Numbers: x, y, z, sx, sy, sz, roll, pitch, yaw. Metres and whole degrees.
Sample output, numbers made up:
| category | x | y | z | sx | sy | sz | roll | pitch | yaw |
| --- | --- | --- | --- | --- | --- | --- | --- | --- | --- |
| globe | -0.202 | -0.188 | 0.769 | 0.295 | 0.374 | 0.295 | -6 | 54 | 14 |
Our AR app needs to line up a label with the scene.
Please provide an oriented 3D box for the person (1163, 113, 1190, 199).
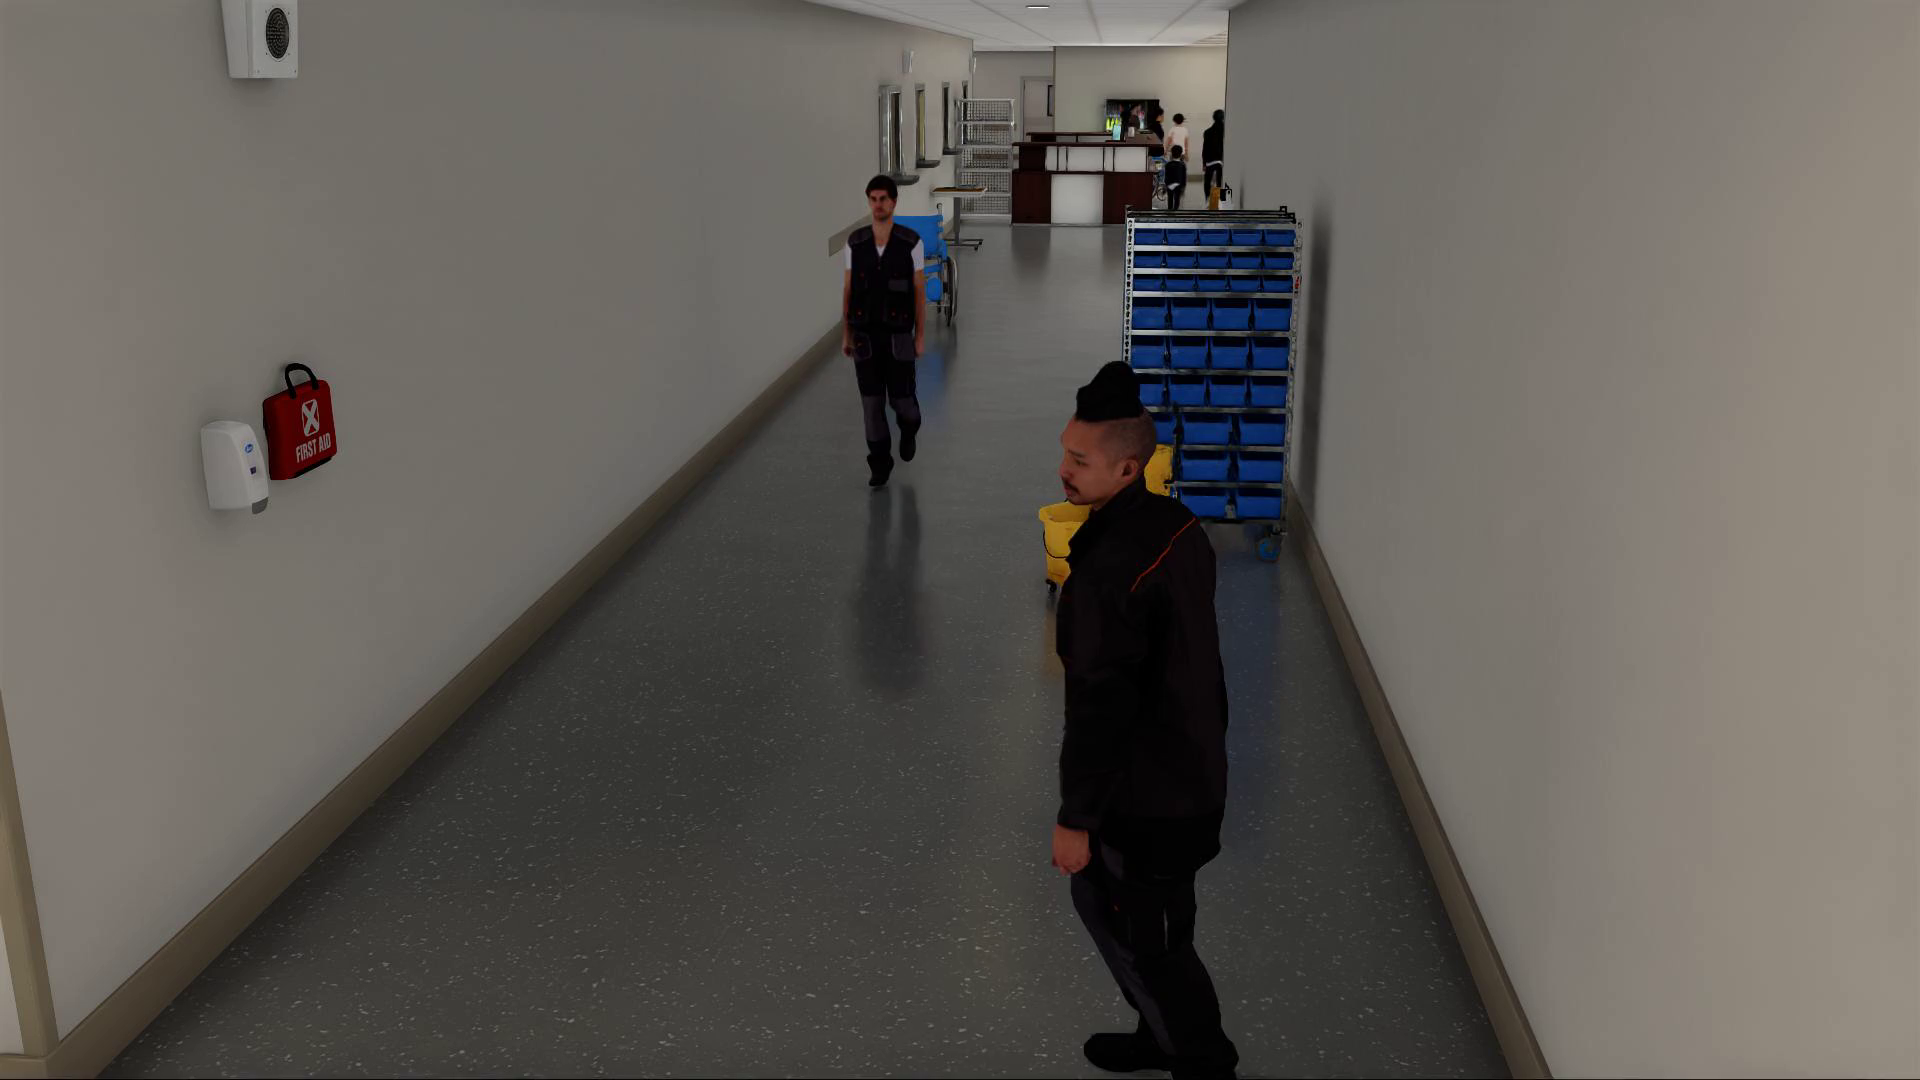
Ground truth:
| category | x | y | z | sx | sy | sz | roll | pitch | yaw |
| --- | --- | --- | --- | --- | --- | --- | --- | --- | --- |
| person | 4.292 | -7.506 | 32.651 | 1.141 | 1.604 | 0.960 | -5 | 17 | -18 |

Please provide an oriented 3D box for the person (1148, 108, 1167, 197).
| category | x | y | z | sx | sy | sz | roll | pitch | yaw |
| --- | --- | --- | --- | --- | --- | --- | --- | --- | --- |
| person | 3.879 | -7.782 | 33.425 | 0.678 | 1.716 | 0.719 | -3 | 16 | -10 |

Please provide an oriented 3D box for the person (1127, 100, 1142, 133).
| category | x | y | z | sx | sy | sz | roll | pitch | yaw |
| --- | --- | --- | --- | --- | --- | --- | --- | --- | --- |
| person | 3.416 | -8.004 | 33.938 | 0.925 | 1.864 | 0.759 | -2 | 16 | -7 |

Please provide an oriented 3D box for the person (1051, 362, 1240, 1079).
| category | x | y | z | sx | sy | sz | roll | pitch | yaw |
| --- | --- | --- | --- | --- | --- | --- | --- | --- | --- |
| person | 0.495 | 0.515 | 3.777 | 0.740 | 1.835 | 0.820 | 7 | 17 | 24 |

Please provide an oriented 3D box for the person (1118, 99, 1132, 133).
| category | x | y | z | sx | sy | sz | roll | pitch | yaw |
| --- | --- | --- | --- | --- | --- | --- | --- | --- | --- |
| person | 3.546 | -8.043 | 34.067 | 0.936 | 1.870 | 0.902 | 8 | 17 | 25 |

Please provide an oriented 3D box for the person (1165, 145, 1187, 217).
| category | x | y | z | sx | sy | sz | roll | pitch | yaw |
| --- | --- | --- | --- | --- | --- | --- | --- | --- | --- |
| person | 3.631 | -6.028 | 28.062 | 0.650 | 1.210 | 0.589 | 2 | 16 | 8 |

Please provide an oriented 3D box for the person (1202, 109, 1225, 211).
| category | x | y | z | sx | sy | sz | roll | pitch | yaw |
| --- | --- | --- | --- | --- | --- | --- | --- | --- | --- |
| person | 4.441 | -6.514 | 28.753 | 0.647 | 1.809 | 0.723 | 1 | 16 | 3 |

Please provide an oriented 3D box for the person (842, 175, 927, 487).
| category | x | y | z | sx | sy | sz | roll | pitch | yaw |
| --- | --- | --- | --- | --- | --- | --- | --- | --- | --- |
| person | -0.451 | -1.262 | 10.080 | 0.809 | 1.833 | 0.732 | 2 | 16 | 8 |
